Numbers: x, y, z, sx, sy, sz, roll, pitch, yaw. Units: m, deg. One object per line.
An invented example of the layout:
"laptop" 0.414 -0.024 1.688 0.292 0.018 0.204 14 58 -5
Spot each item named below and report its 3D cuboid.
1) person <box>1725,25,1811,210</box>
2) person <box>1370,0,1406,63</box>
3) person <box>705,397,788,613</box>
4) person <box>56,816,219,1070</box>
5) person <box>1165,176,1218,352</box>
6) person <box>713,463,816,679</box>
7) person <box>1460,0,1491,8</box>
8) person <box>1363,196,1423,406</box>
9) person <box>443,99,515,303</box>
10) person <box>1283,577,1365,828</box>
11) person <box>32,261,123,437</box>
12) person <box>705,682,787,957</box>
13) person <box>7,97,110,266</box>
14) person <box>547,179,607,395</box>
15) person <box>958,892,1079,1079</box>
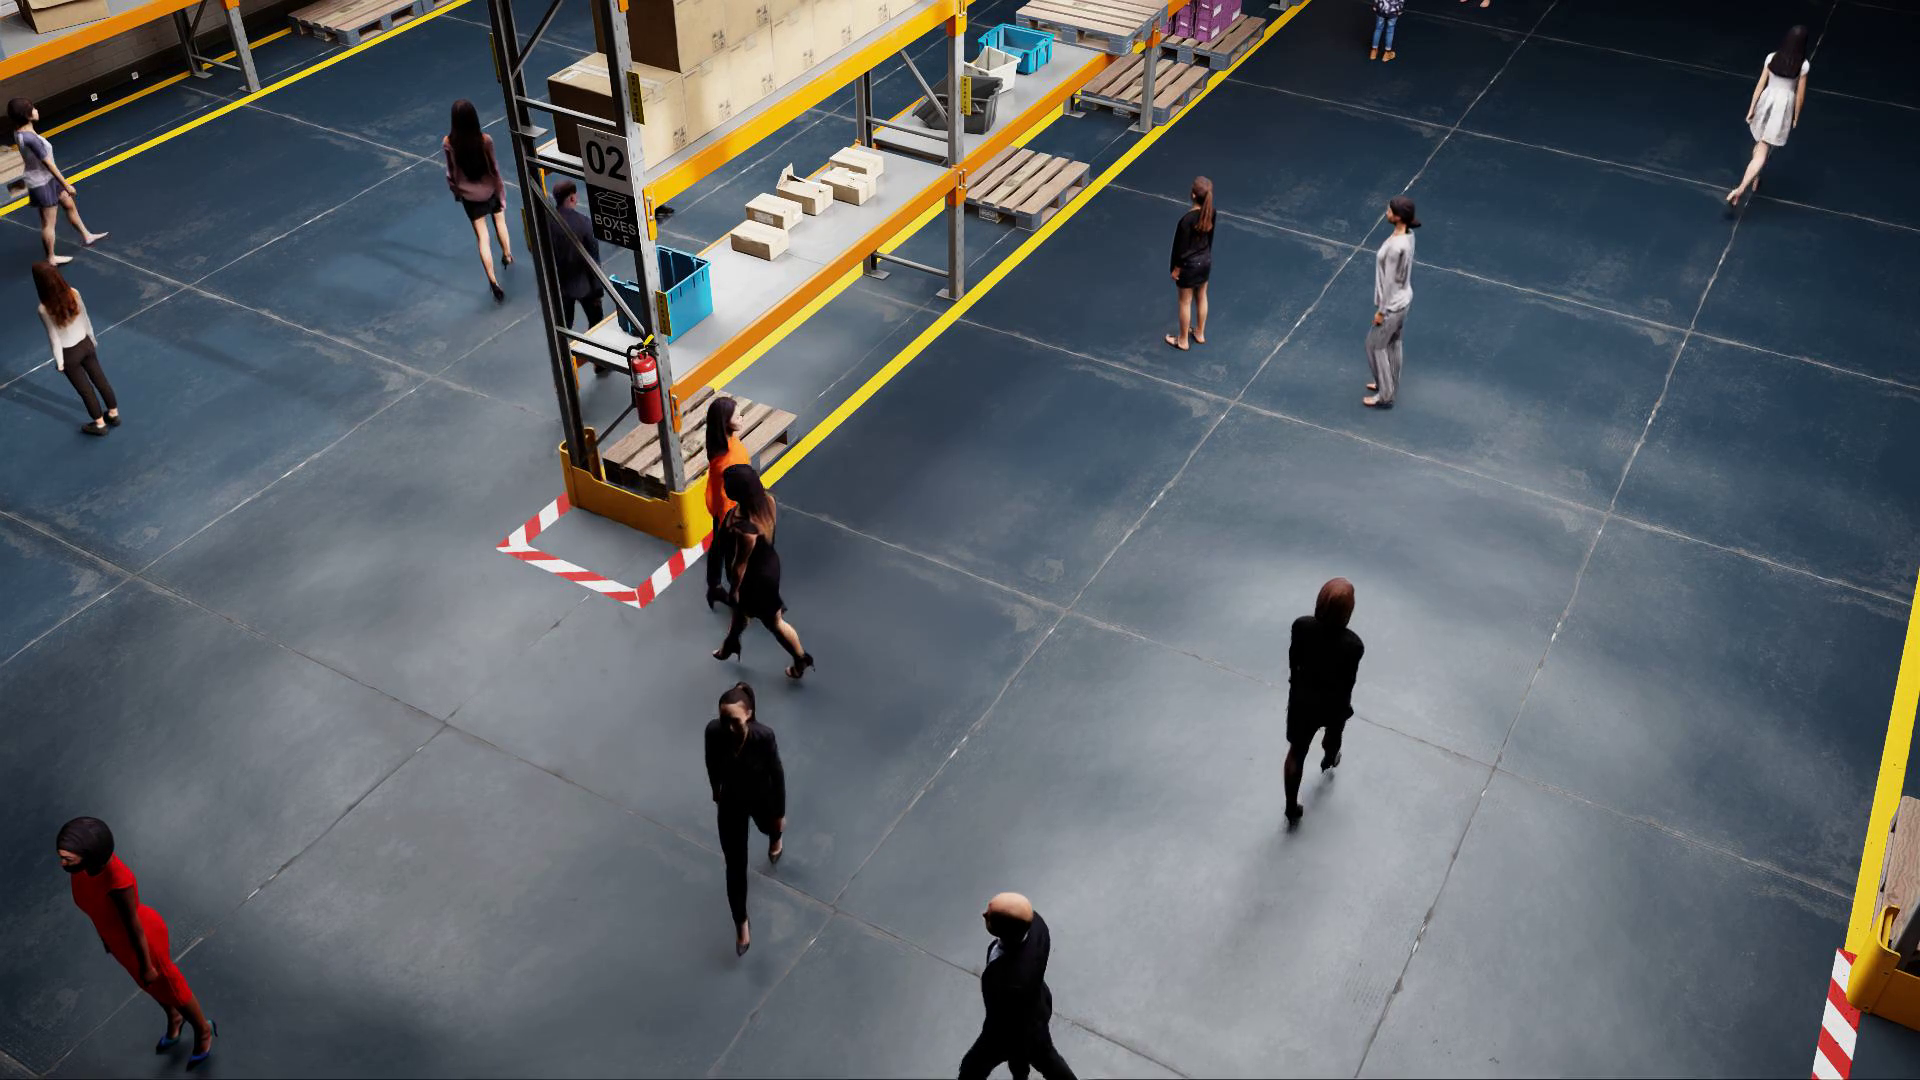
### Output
"person" 7.666 -3.958 15.760 0.724 1.736 1.217 27 46 30
"person" 4.829 -6.030 18.743 0.491 1.250 0.512 19 42 22
"person" -1.630 -0.203 11.061 0.901 1.732 0.848 -8 39 -9
"person" -4.095 2.003 8.290 0.551 1.743 0.490 20 43 23
"person" 1.953 -2.315 13.847 0.608 1.555 0.690 -22 43 -25
"person" -1.216 0.248 10.538 0.942 1.679 0.994 4 39 5
"person" 6.376 -7.294 19.940 0.630 1.732 0.596 28 46 30
"person" 3.438 -1.866 13.122 0.670 1.757 0.530 16 41 19
"person" -4.151 -2.890 14.387 0.980 1.779 1.091 -3 39 -4
"person" 2.028 1.002 9.599 0.593 1.673 0.914 21 43 24
"person" -6.839 -1.484 12.862 0.632 1.485 0.462 15 41 18
"person" -1.128 1.397 9.110 0.906 1.666 1.165 3 39 4
"person" -8.321 -3.193 14.959 0.932 1.539 0.758 -26 45 -29
"person" -3.114 -1.970 13.225 0.946 1.792 1.194 5 39 6
"person" 0.349 2.301 7.904 0.939 1.759 1.211 10 40 13
